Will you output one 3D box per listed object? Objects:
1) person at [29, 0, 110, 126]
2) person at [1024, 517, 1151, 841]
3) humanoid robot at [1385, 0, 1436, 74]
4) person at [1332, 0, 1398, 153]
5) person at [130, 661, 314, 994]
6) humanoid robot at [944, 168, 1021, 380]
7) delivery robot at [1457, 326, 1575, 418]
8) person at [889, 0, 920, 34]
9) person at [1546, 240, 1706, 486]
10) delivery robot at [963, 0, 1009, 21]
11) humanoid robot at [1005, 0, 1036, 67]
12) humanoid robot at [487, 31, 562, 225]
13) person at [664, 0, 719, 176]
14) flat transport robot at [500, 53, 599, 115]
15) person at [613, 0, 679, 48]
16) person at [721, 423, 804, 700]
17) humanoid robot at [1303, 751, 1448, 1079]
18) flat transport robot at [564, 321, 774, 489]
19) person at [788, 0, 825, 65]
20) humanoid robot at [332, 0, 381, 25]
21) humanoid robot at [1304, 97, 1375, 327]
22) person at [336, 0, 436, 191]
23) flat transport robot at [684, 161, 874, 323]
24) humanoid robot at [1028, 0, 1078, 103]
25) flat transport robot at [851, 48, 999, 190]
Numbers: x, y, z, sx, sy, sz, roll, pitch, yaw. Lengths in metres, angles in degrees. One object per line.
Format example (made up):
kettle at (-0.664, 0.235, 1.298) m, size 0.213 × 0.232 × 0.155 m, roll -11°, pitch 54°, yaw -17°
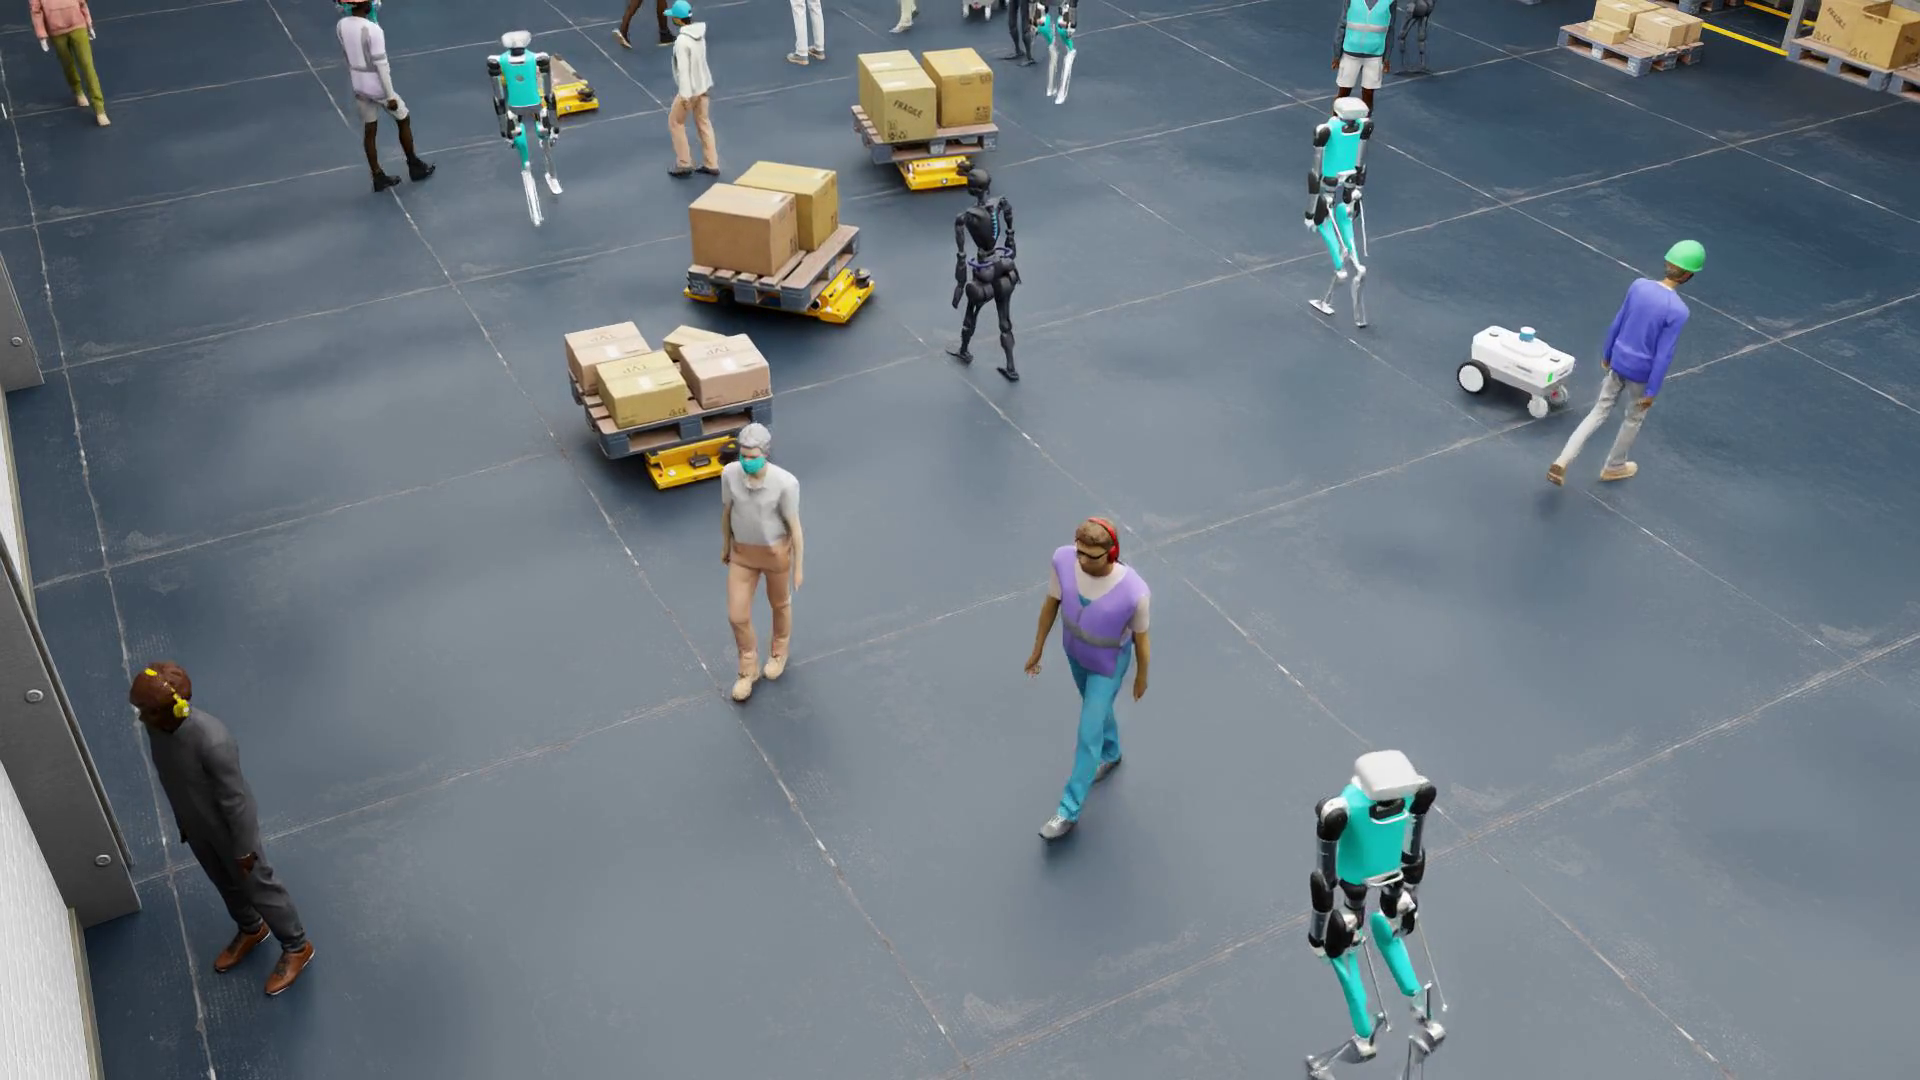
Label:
person at (-9.026, -5.157, 16.758) m, size 0.542 × 1.792 × 0.975 m, roll -20°, pitch 40°, yaw -26°
person at (0.613, 0.658, 8.434) m, size 0.905 × 1.805 × 0.578 m, roll -29°, pitch 44°, yaw -35°
humanoid robot at (4.924, -5.824, 17.811) m, size 0.510 × 1.637 × 0.609 m, roll 17°, pitch 38°, yaw 23°
person at (3.863, -4.684, 15.949) m, size 0.564 × 1.937 × 0.429 m, roll 6°, pitch 36°, yaw 9°
person at (-3.342, 1.284, 7.497) m, size 0.489 × 1.866 × 0.344 m, roll 18°, pitch 39°, yaw 24°
humanoid robot at (0.177, -2.001, 12.361) m, size 0.610 × 1.625 × 0.692 m, roll -27°, pitch 43°, yaw -33°
delivery robot at (4.134, -1.296, 12.315) m, size 0.499 × 0.593 × 0.789 m, roll -27°, pitch 43°, yaw -33°
person at (-0.672, -6.708, 18.939) m, size 0.436 × 1.823 × 0.602 m, roll -12°, pitch 37°, yaw -16°
person at (4.373, -1.106, 10.935) m, size 0.740 × 1.833 × 0.537 m, roll -19°, pitch 39°, yaw -25°
delivery robot at (0.276, -6.549, 19.810) m, size 0.499 × 0.587 × 0.769 m, roll 9°, pitch 36°, yaw 13°
humanoid robot at (0.646, -6.011, 18.067) m, size 0.346 × 1.649 × 0.609 m, roll -20°, pitch 40°, yaw -26°
humanoid robot at (-3.842, -3.761, 14.880) m, size 0.537 × 1.784 × 1.002 m, roll -6°, pitch 35°, yaw -9°
person at (-2.569, -4.199, 15.496) m, size 0.598 × 1.652 × 0.505 m, roll 13°, pitch 37°, yaw 17°
flat transport robot at (-4.382, -4.820, 17.598) m, size 0.659 × 0.231 × 1.431 m, roll -18°, pitch 39°, yaw -24°
person at (-3.522, -6.397, 18.410) m, size 0.610 × 1.938 × 0.767 m, roll 28°, pitch 44°, yaw 34°
person at (-1.131, 0.135, 9.247) m, size 0.523 × 1.727 × 0.641 m, roll 7°, pitch 36°, yaw 10°
humanoid robot at (1.802, 1.759, 6.953) m, size 0.531 × 1.803 × 0.805 m, roll -13°, pitch 37°, yaw -17°
flat transport robot at (-2.055, -0.847, 11.925) m, size 0.659 × 0.231 × 1.431 m, roll -15°, pitch 38°, yaw -20°
person at (-1.716, -6.141, 18.076) m, size 0.583 × 1.882 × 0.337 m, roll -29°, pitch 44°, yaw -35°
humanoid robot at (-6.432, -5.857, 17.801) m, size 0.543 × 1.789 × 0.676 m, roll -6°, pitch 35°, yaw -8°
humanoid robot at (3.071, -2.463, 13.044) m, size 0.550 × 1.892 × 0.769 m, roll -16°, pitch 38°, yaw -22°
person at (-5.294, -4.211, 15.292) m, size 0.569 × 1.913 × 0.782 m, roll 17°, pitch 38°, yaw 23°
flat transport robot at (-1.494, -2.107, 13.725) m, size 1.431 × 0.231 × 0.659 m, roll 11°, pitch 37°, yaw 15°
humanoid robot at (1.010, -5.410, 17.158) m, size 0.542 × 1.766 × 0.801 m, roll 13°, pitch 37°, yaw 17°
flat transport robot at (-0.339, -3.768, 16.096) m, size 0.659 × 0.231 × 1.431 m, roll -9°, pitch 36°, yaw -13°
